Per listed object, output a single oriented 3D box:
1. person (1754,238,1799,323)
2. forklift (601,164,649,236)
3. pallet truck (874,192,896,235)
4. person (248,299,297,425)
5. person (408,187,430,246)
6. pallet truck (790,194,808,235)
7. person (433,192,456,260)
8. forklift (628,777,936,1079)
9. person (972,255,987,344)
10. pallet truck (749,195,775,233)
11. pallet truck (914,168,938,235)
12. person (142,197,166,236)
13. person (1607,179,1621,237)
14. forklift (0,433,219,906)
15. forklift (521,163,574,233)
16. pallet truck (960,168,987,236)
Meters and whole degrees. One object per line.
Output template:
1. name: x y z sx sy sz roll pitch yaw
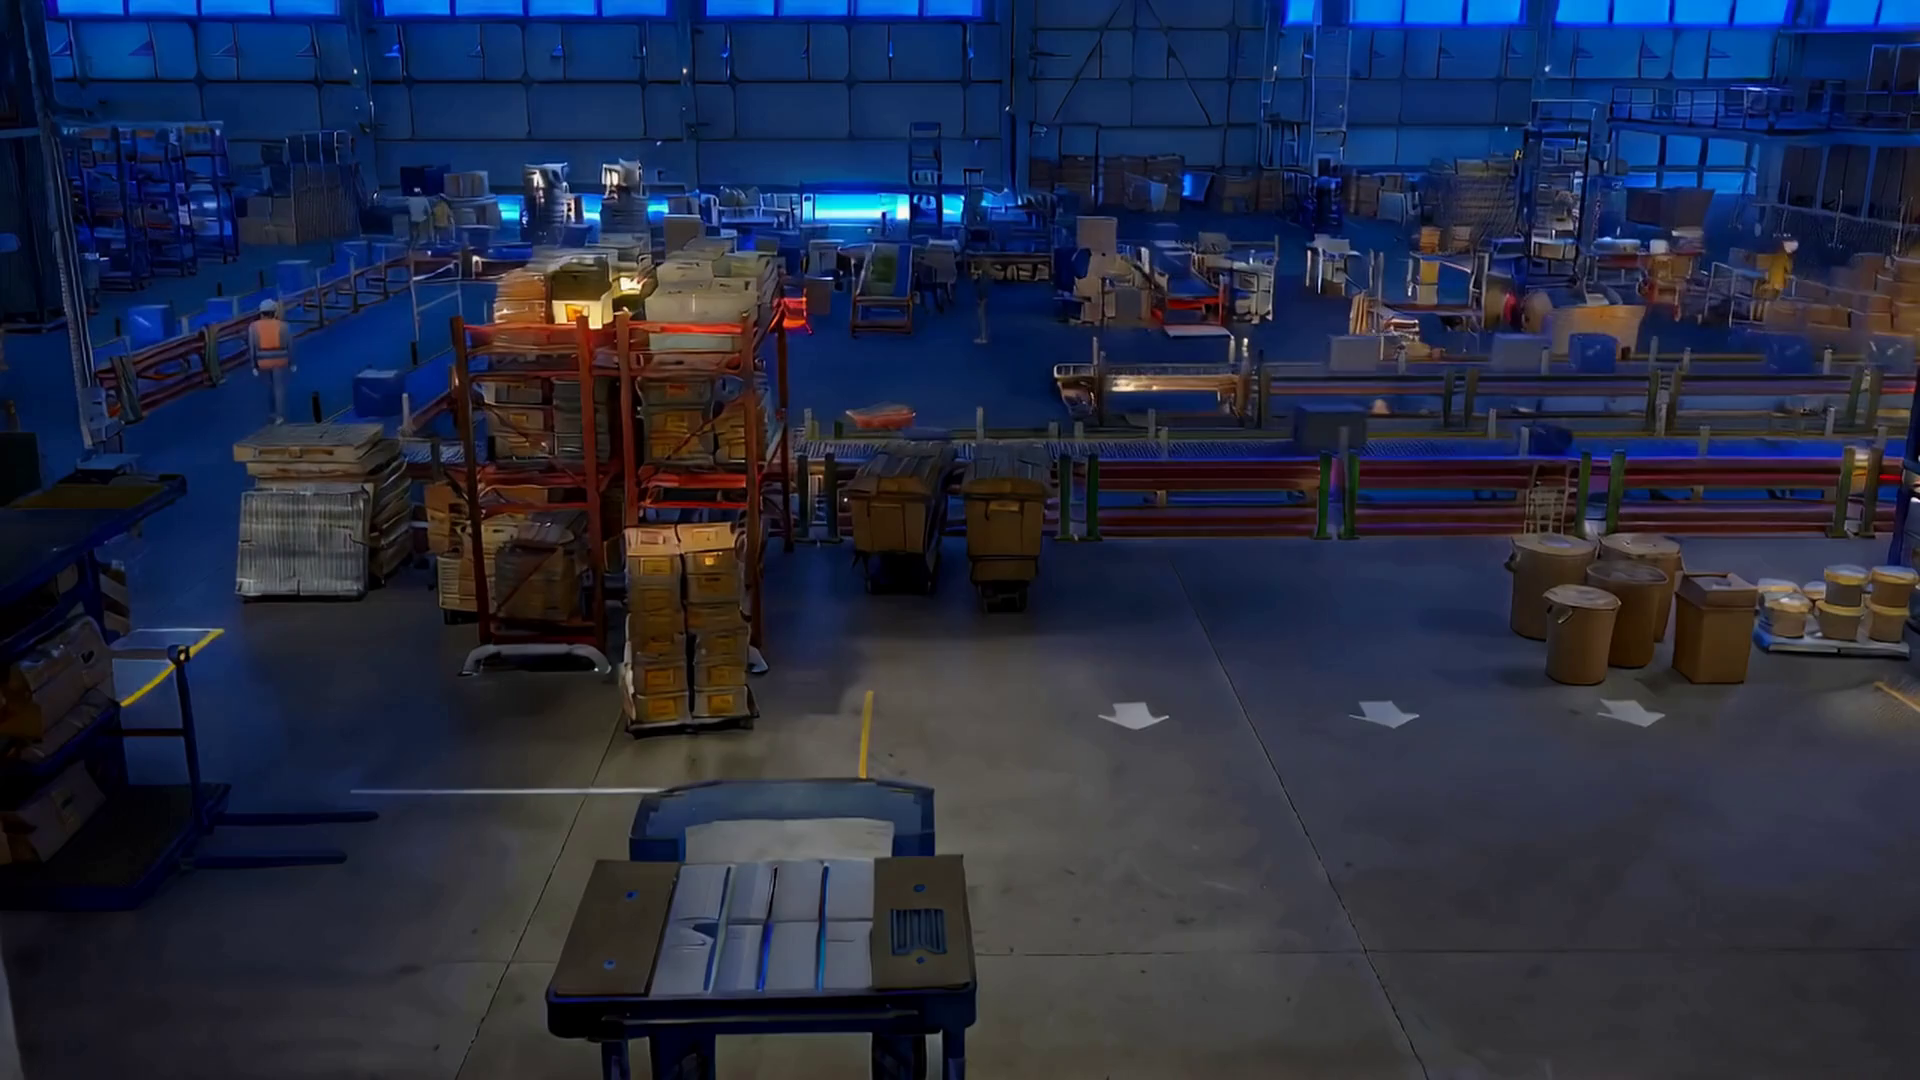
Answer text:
1. person: 15.491 -4.760 31.438 1.018 1.867 0.573 1 16 3
2. forklift: -9.948 -10.127 49.296 1.157 1.987 2.680 -1 16 -3
3. pallet truck: -2.277 -9.986 50.594 0.653 1.274 1.630 0 16 -1
4. person: -9.891 -2.581 24.005 0.615 1.778 0.937 -5 17 -17
5. person: -14.581 -8.597 44.840 0.586 1.820 0.755 2 16 8
6. pallet truck: -4.814 -9.883 50.259 0.704 1.261 1.522 -1 16 -3
7. person: -13.615 -8.311 43.972 0.551 1.738 0.713 5 17 16
8. forklift: -0.542 2.165 5.552 1.129 2.768 1.873 -1 16 -2
9. person: 0.357 -4.450 30.788 0.287 1.626 0.497 0 16 0
10. pallet truck: -6.051 -9.967 50.660 0.680 1.201 1.601 0 16 -1
11. pallet truck: -0.989 -10.316 50.507 0.823 1.965 1.885 1 16 3
12. person: -23.341 -9.454 47.602 0.657 1.956 0.859 10 19 30
13. person: 19.507 -9.898 49.584 0.542 1.701 0.535 9 18 28
14. forklift: -5.952 0.780 10.366 1.873 2.768 1.129 0 16 -1
15. forklift: -12.233 -10.122 49.298 1.157 1.987 2.680 0 16 -1
16. pallet truck: 0.383 -10.230 50.206 0.823 1.965 1.885 -1 16 -3
